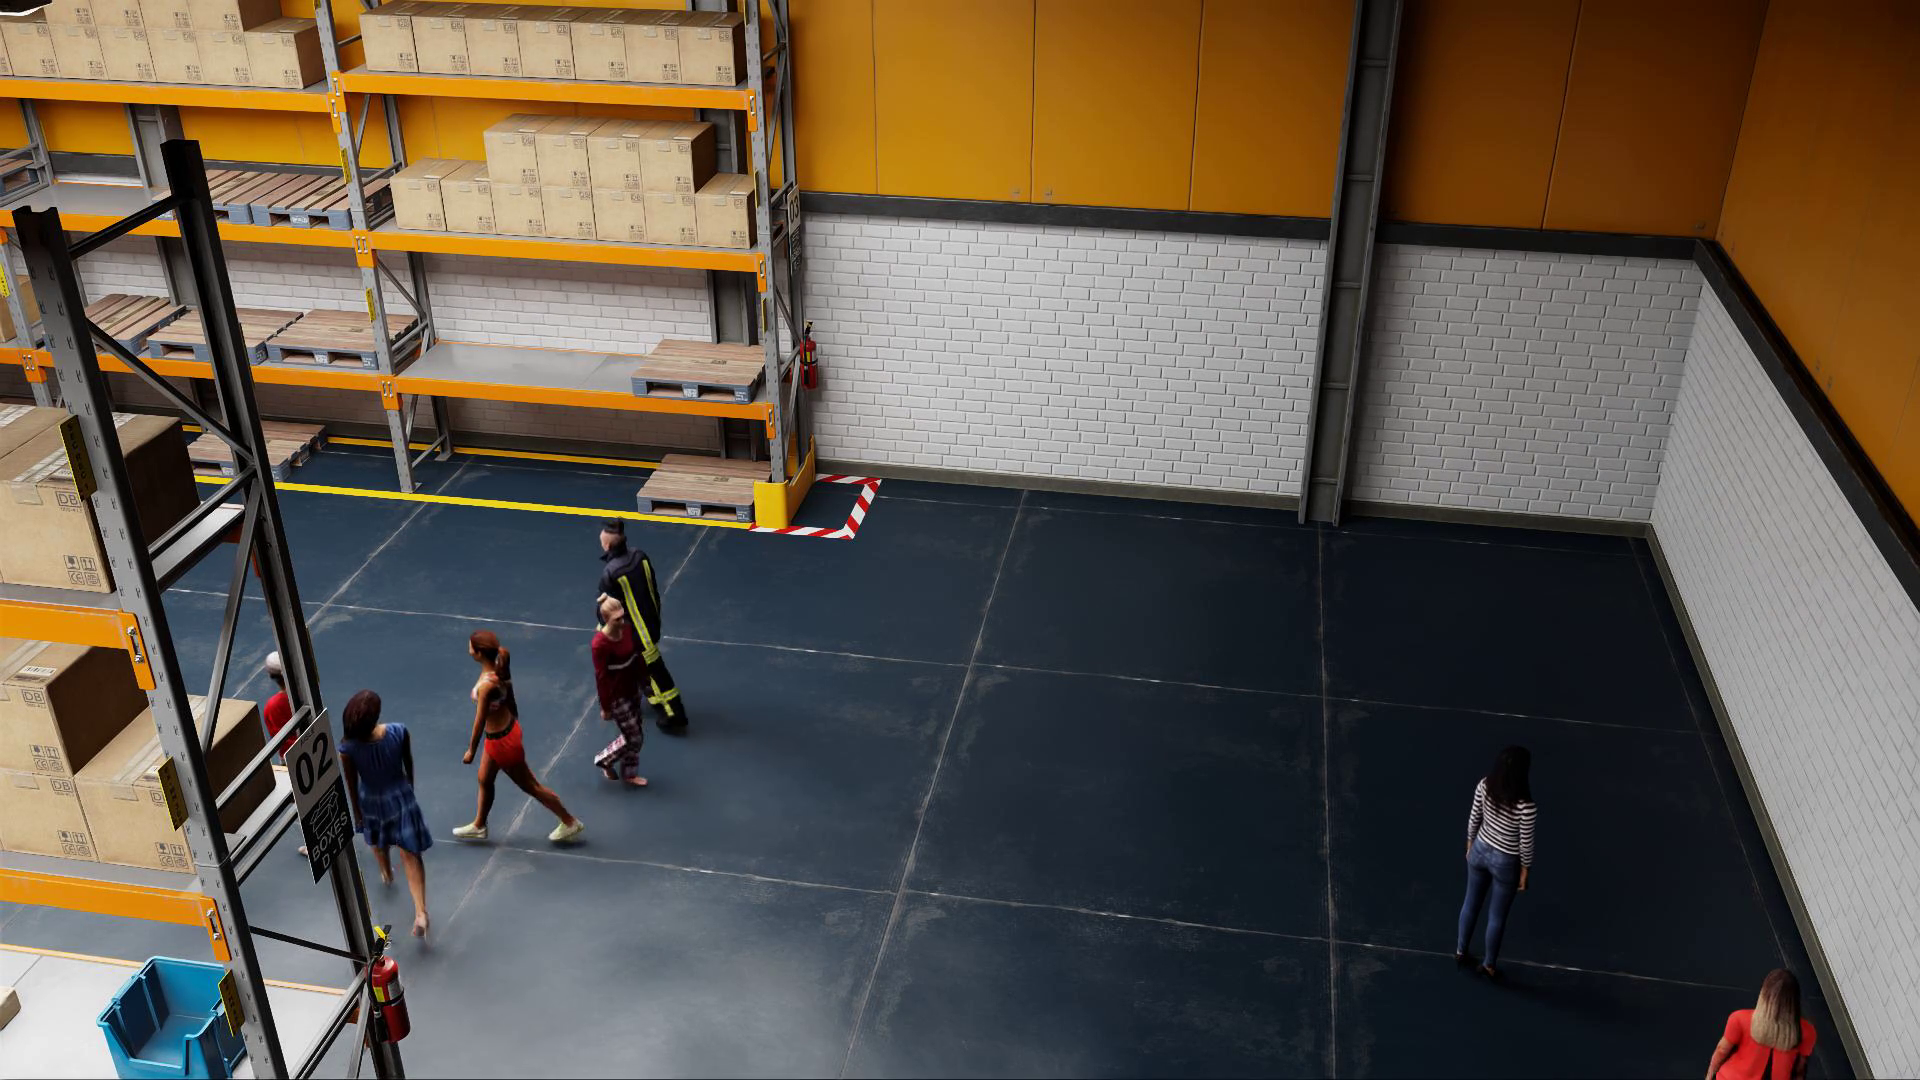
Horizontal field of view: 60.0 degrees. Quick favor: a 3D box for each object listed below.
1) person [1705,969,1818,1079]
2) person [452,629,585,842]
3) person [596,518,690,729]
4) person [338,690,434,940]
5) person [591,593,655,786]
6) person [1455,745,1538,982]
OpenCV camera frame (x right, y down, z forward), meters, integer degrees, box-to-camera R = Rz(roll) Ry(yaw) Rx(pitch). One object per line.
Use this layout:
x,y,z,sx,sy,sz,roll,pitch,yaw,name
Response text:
4.291,3.055,8.977,0.544,1.682,0.690,7,29,13,person
-3.149,1.462,11.837,1.237,1.740,0.767,-1,29,-3,person
-2.503,0.707,13.143,1.135,1.816,0.808,9,30,17,person
-3.784,1.859,11.092,1.189,1.757,1.101,-14,32,-25,person
-2.611,1.131,12.490,0.692,1.696,0.670,8,30,14,person
3.424,2.076,10.652,0.713,1.796,0.631,-22,35,-34,person
